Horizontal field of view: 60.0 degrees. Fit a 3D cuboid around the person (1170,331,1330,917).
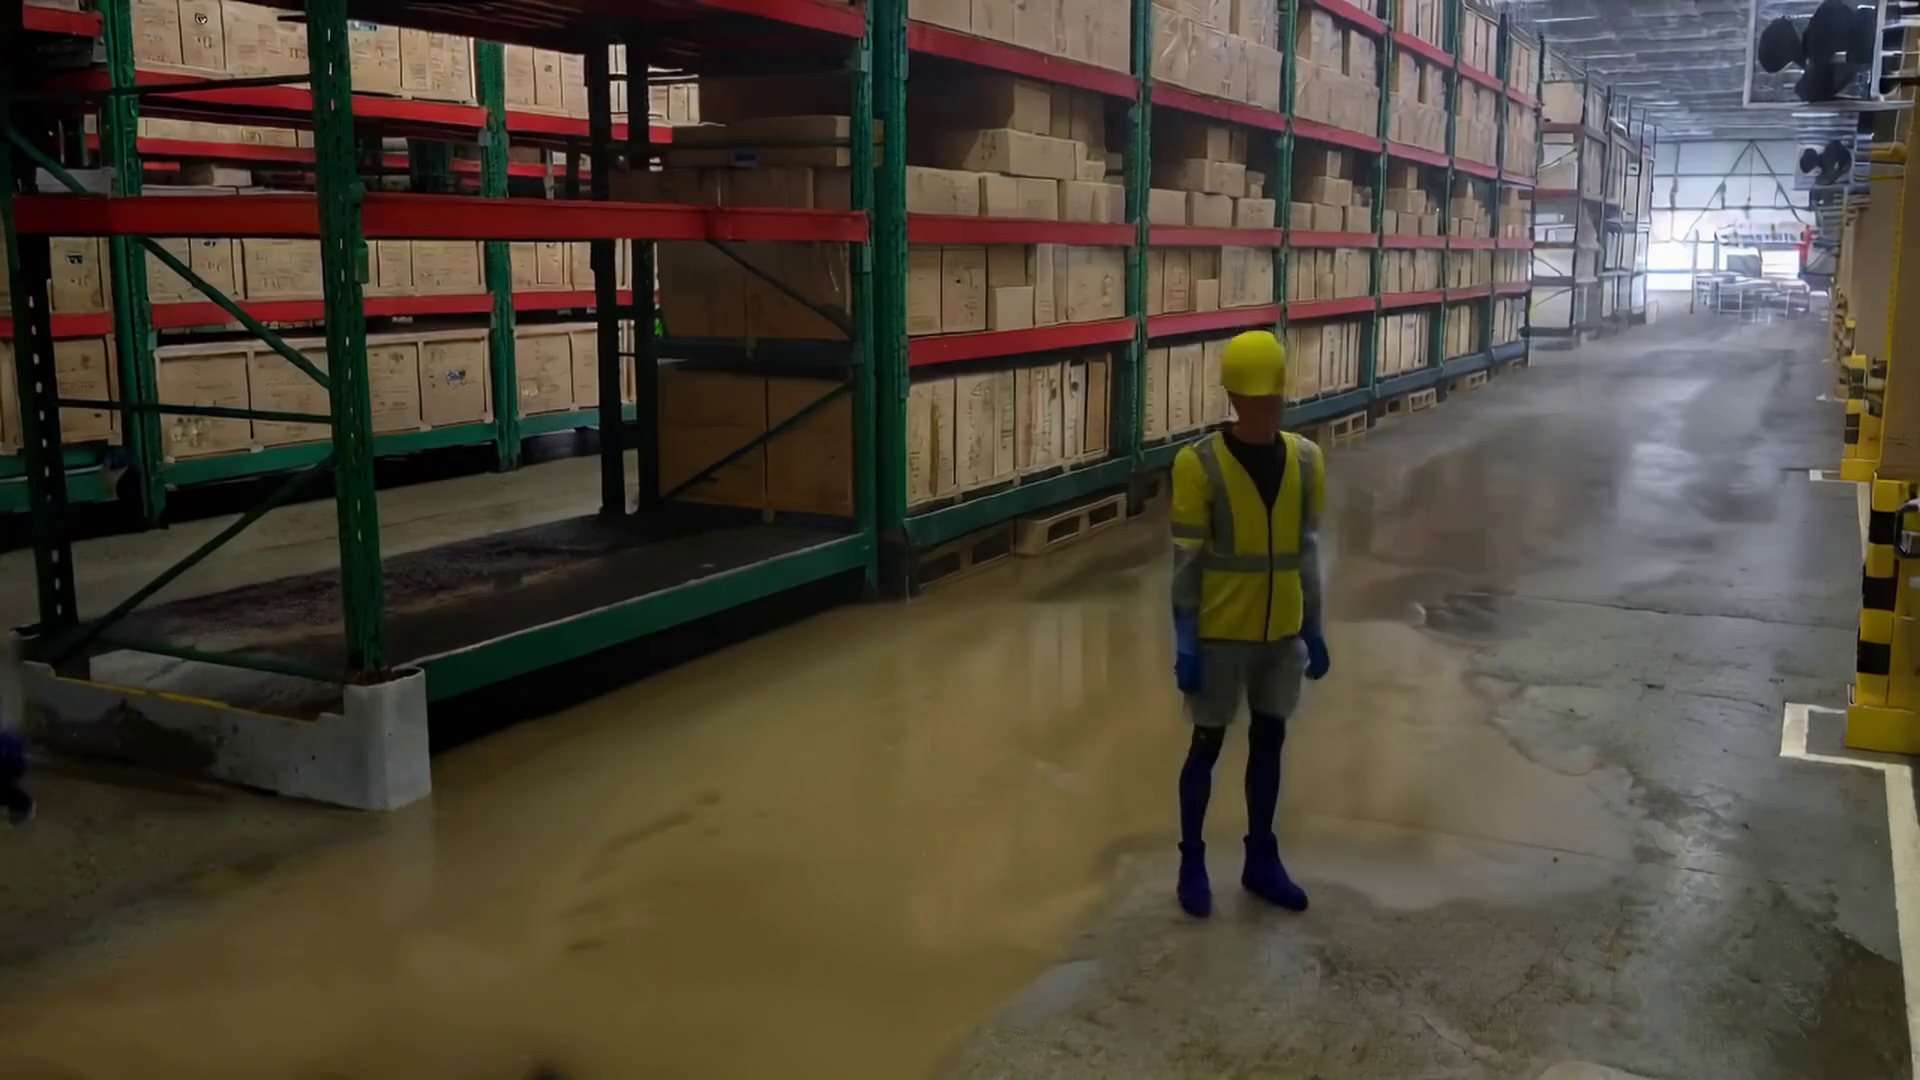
[{"bbox_3d":[0.966,0.287,5.458,0.586,1.925,0.390,-3,10,-19],"label":"person"}]
